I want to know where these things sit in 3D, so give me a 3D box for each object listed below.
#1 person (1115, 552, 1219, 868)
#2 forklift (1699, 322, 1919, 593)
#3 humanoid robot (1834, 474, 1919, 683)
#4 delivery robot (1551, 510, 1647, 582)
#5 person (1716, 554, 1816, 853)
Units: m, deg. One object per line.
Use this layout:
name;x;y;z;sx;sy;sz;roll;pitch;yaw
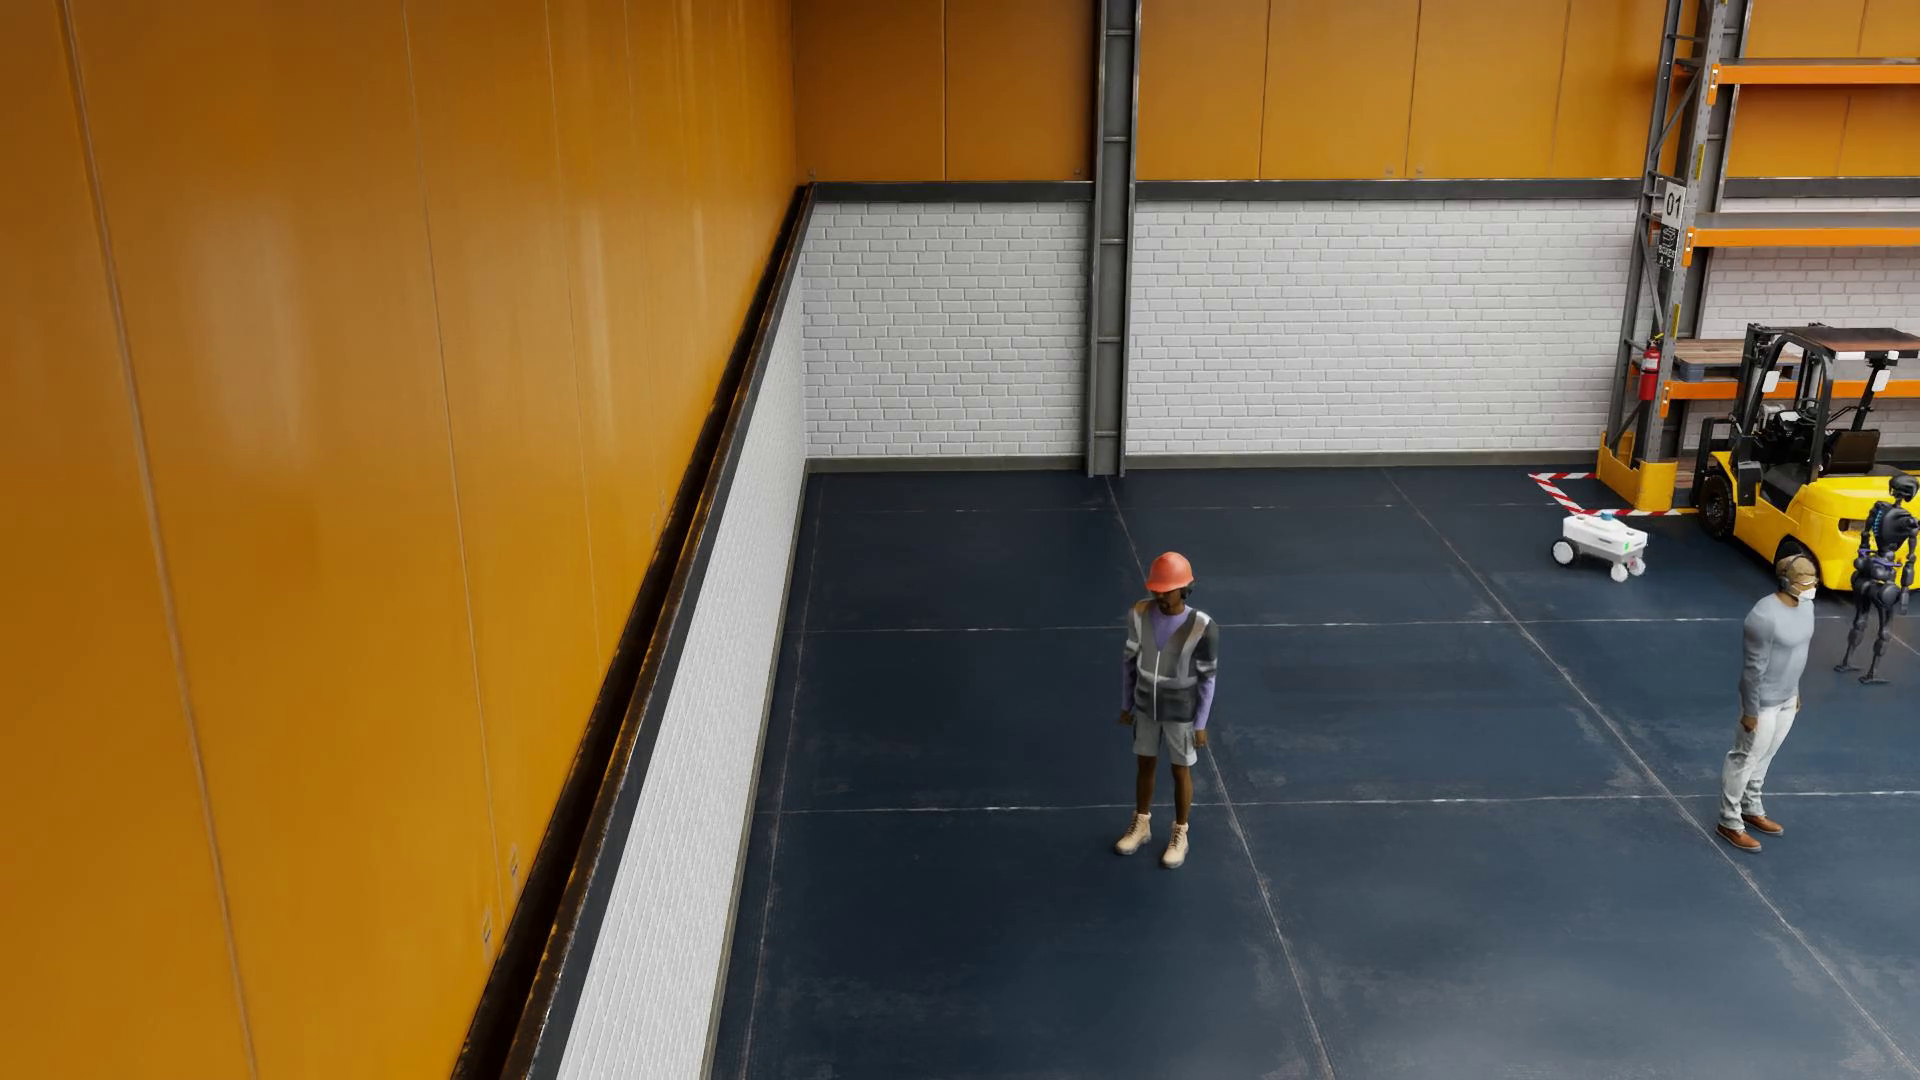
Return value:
person;1.254;1.033;10.195;0.605;2.044;0.370;12;24;30
forklift;7.809;-0.792;14.926;1.214;2.155;2.313;-1;20;-2
humanoid robot;7.059;0.280;12.753;0.318;1.655;0.596;-3;20;-9
delivery robot;5.817;0.024;15.101;0.499;0.614;0.815;-14;24;-33
person;5.085;1.000;10.432;0.630;1.940;0.372;-15;25;-36
